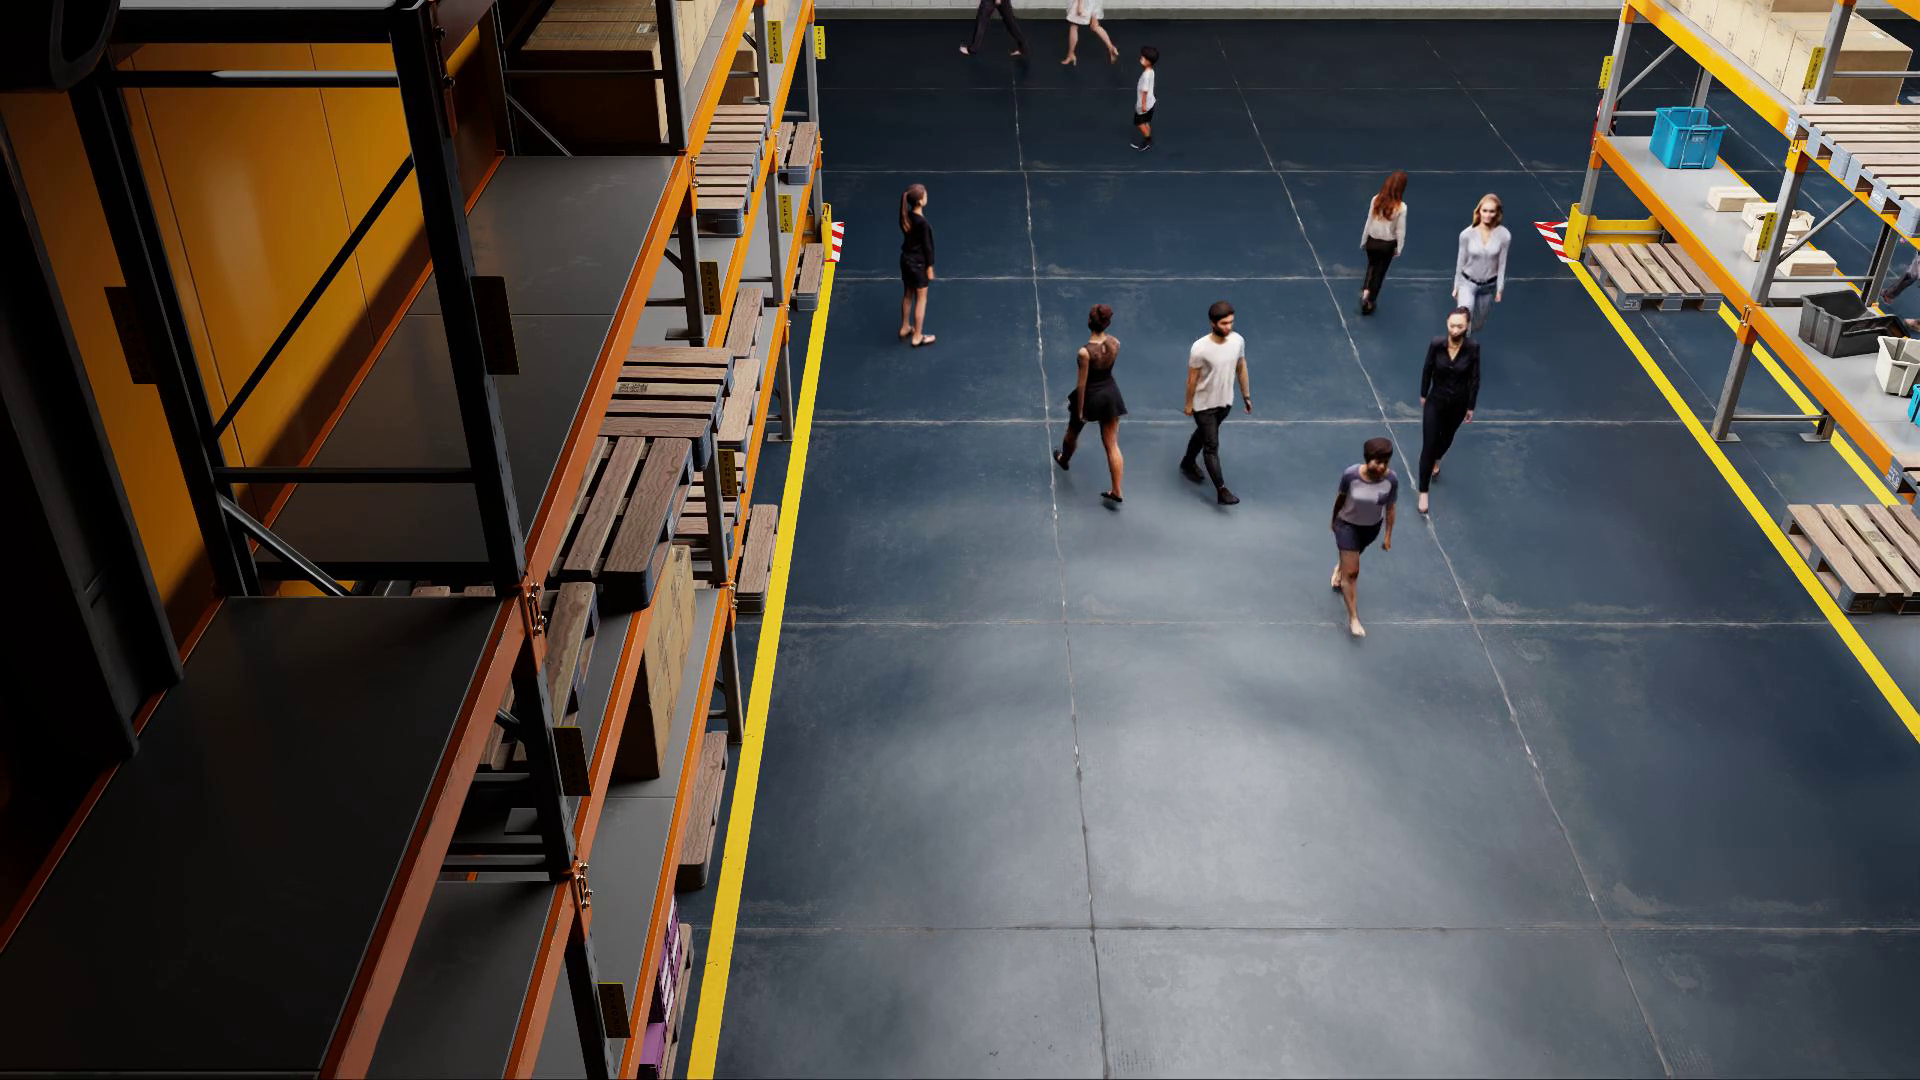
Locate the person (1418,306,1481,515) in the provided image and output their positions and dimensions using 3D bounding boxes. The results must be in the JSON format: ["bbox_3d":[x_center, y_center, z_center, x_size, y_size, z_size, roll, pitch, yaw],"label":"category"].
[{"bbox_3d":[3.887,-1.089,13.268,0.740,1.666,1.112,7,34,11],"label":"person"}]

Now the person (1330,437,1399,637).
[{"bbox_3d":[2.848,-0.144,11.999,0.590,1.496,1.093,0,34,0],"label":"person"}]

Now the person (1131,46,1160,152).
[{"bbox_3d":[2.285,-5.279,19.944,0.636,1.253,0.545,11,35,16],"label":"person"}]

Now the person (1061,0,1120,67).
[{"bbox_3d":[1.773,-7.179,22.360,1.077,1.744,1.126,21,39,28],"label":"person"}]

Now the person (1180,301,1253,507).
[{"bbox_3d":[1.997,-1.165,13.371,0.982,1.678,1.183,-17,37,-24],"label":"person"}]

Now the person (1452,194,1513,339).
[{"bbox_3d":[4.655,-2.274,14.956,0.787,1.771,1.144,8,34,12],"label":"person"}]

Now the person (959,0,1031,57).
[{"bbox_3d":[0.600,-7.455,22.707,1.008,1.820,1.244,10,35,15],"label":"person"}]

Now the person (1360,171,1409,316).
[{"bbox_3d":[4.052,-2.830,16.062,0.650,1.473,0.677,19,38,26],"label":"person"}]

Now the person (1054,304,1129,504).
[{"bbox_3d":[1.150,-1.055,13.253,0.906,1.626,1.203,-17,37,-24],"label":"person"}]

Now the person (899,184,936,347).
[{"bbox_3d":[-0.421,-2.604,15.649,0.682,1.553,0.606,-20,39,-27],"label":"person"}]
